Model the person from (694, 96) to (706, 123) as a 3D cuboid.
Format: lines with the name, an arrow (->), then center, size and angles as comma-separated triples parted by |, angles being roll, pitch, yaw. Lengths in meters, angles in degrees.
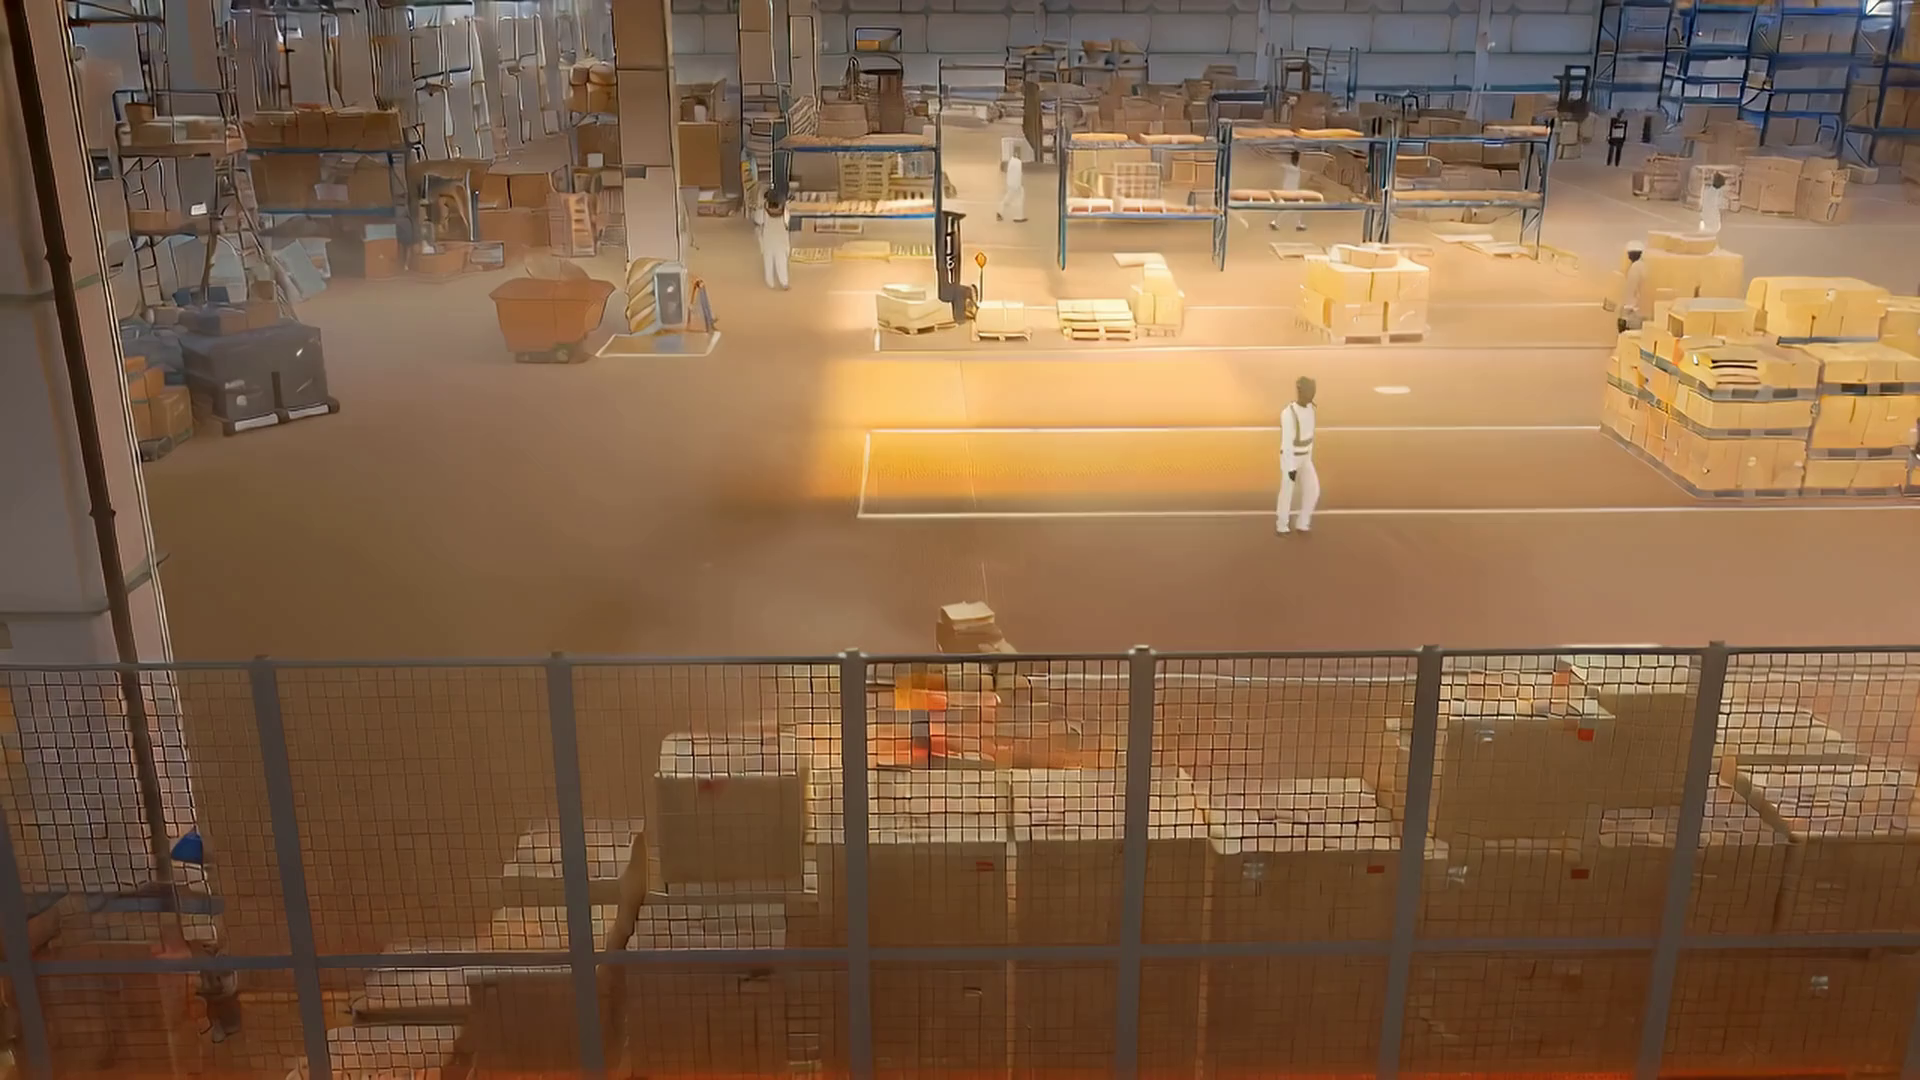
person -> -9.385, -15.165, 60.416 | 0.595, 1.871, 1.023 | 13, 23, 34

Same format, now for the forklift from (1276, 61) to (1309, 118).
forklift -> 13.228, -17.508, 65.810 | 1.129, 2.768, 1.873 | -1, 19, -1

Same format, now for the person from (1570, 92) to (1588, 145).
person -> 22.697, -15.413, 61.001 | 0.614, 1.972, 0.508 | -5, 19, -13

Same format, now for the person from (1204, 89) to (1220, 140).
person -> 9.560, -16.104, 63.098 | 0.631, 1.940, 0.372 | 13, 23, 35

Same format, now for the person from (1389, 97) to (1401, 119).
person -> 15.665, -15.144, 60.398 | 0.621, 1.845, 0.429 | -8, 20, -22

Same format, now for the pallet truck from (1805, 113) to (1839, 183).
pallet truck -> 26.403, -11.957, 50.702 | 0.823, 1.965, 1.885 | 6, 19, 16

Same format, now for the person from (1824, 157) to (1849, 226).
person -> 21.895, -8.691, 41.489 | 0.530, 1.689, 0.322 | -8, 20, -22

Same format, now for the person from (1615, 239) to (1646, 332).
person -> 10.849, -3.906, 26.939 | 0.441, 1.916, 0.566 | 5, 19, 15

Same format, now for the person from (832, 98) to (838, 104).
person -> -4.650, -15.712, 62.325 | 0.476, 1.678, 0.542 | 17, 25, 41

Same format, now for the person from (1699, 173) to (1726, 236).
person -> 16.166, -6.899, 35.767 | 0.392, 1.956, 0.605 | -7, 20, -19

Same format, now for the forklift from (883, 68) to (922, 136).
forklift -> -2.381, -15.698, 60.440 | 1.873, 2.768, 1.129 | -13, 23, -34

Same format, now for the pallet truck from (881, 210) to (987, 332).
pallet truck -> -0.493, -4.759, 29.349 | 1.885, 1.965, 0.823 | -13, 23, -34

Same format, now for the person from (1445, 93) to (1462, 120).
person -> 18.111, -15.444, 61.164 | 0.553, 1.922, 0.441 | 12, 22, 31

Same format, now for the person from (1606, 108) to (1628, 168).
person -> 21.380, -13.085, 54.187 | 0.593, 1.911, 0.383 | 1, 19, 4

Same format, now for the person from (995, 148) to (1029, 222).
person -> 1.318, -8.943, 41.952 | 0.921, 1.886, 0.659 | -9, 21, -26

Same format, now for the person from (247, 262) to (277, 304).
person -> -10.634, -3.311, 25.299 | 0.928, 1.830, 0.563 | 12, 22, 33

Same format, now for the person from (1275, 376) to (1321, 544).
person -> 3.681, -0.842, 17.929 | 0.588, 1.863, 0.594 | -15, 24, -38

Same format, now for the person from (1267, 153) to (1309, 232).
person -> 7.993, -8.440, 40.423 | 0.973, 1.905, 0.641 | -1, 19, -2

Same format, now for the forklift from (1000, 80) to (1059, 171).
forklift -> 2.236, -13.269, 53.236 | 1.873, 2.768, 1.129 | -1, 19, -1

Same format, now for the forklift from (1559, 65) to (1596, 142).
forklift -> 23.303, -16.568, 63.021 | 1.129, 2.768, 1.873 | -1, 19, -1

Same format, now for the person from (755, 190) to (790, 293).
person -> -3.636, -5.855, 32.535 | 0.699, 2.000, 0.828 | -4, 19, -12

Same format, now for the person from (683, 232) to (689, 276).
person -> -5.230, -5.027, 30.344 | 1.007, 1.875, 0.604 | 18, 25, 42

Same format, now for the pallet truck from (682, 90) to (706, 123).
pallet truck -> -9.671, -15.907, 62.421 | 0.823, 1.965, 1.885 | 5, 19, 15
